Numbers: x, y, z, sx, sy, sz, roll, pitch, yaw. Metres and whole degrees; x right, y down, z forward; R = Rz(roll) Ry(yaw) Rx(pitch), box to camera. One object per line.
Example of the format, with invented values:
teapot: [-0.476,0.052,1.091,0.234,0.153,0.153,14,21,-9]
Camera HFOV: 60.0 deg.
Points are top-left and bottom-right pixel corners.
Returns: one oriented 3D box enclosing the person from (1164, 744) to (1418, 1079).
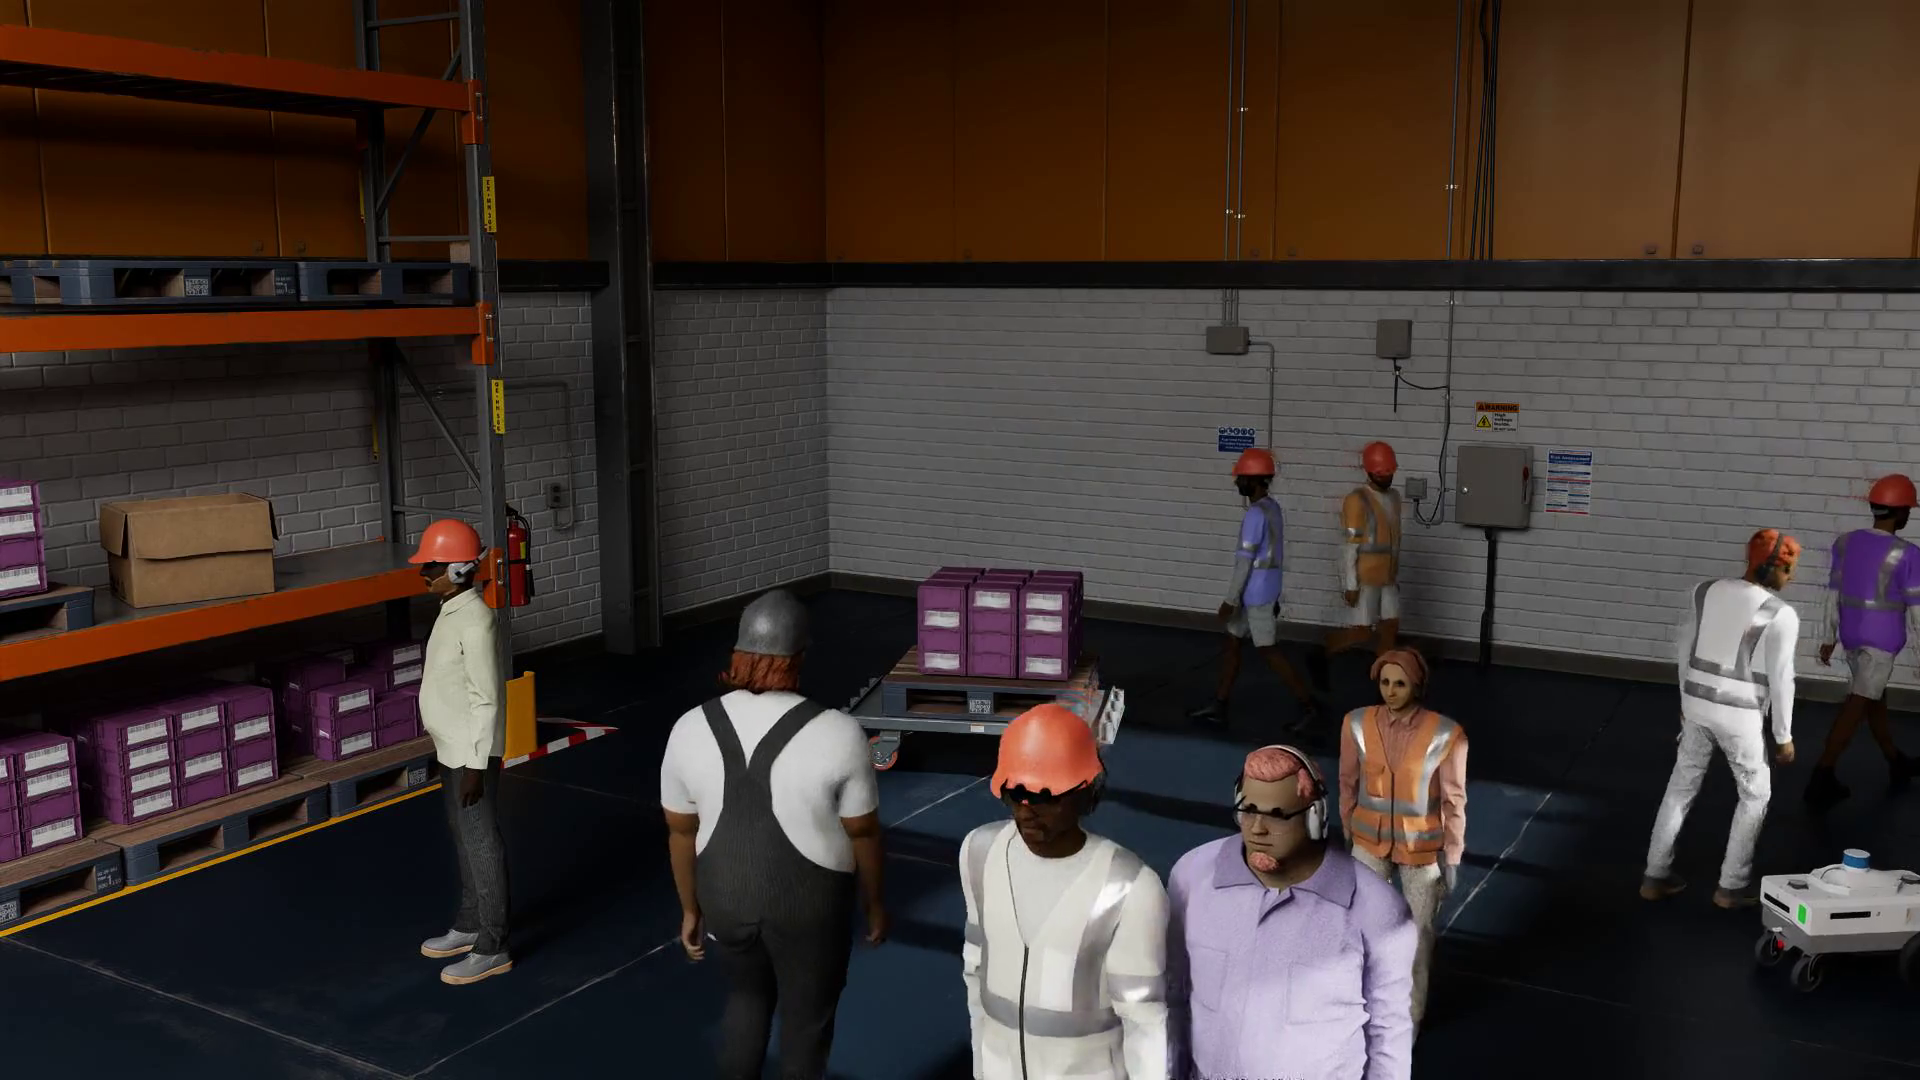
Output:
person: [0.767,1.431,4.110,0.645,1.907,0.400,5,10,28]

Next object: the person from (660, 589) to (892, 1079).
person: [-0.570,1.147,5.464,0.690,2.000,0.538,3,10,17]

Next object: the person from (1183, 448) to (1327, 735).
person: [1.997,0.337,10.993,0.958,1.898,0.545,3,10,17]

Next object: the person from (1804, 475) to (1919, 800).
person: [5.326,0.562,9.607,1.008,1.880,0.570,-3,10,-18]

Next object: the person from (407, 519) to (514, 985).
person: [-2.144,0.895,7.176,0.380,1.995,0.611,-5,10,-29]

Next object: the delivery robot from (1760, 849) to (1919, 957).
delivery robot: [3.831,1.572,7.142,0.707,0.478,0.477,-1,9,-6]

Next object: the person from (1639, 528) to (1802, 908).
person: [3.645,0.849,7.888,0.570,1.852,0.616,-5,10,-26]

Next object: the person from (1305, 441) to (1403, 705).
person: [2.814,0.238,11.597,0.561,1.905,0.740,-8,12,-40]

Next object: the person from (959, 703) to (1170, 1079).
person: [0.234,1.379,4.194,0.634,1.984,1.070,6,11,32]

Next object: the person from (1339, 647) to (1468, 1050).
person: [1.663,1.215,6.351,0.518,1.619,0.581,5,10,29]
